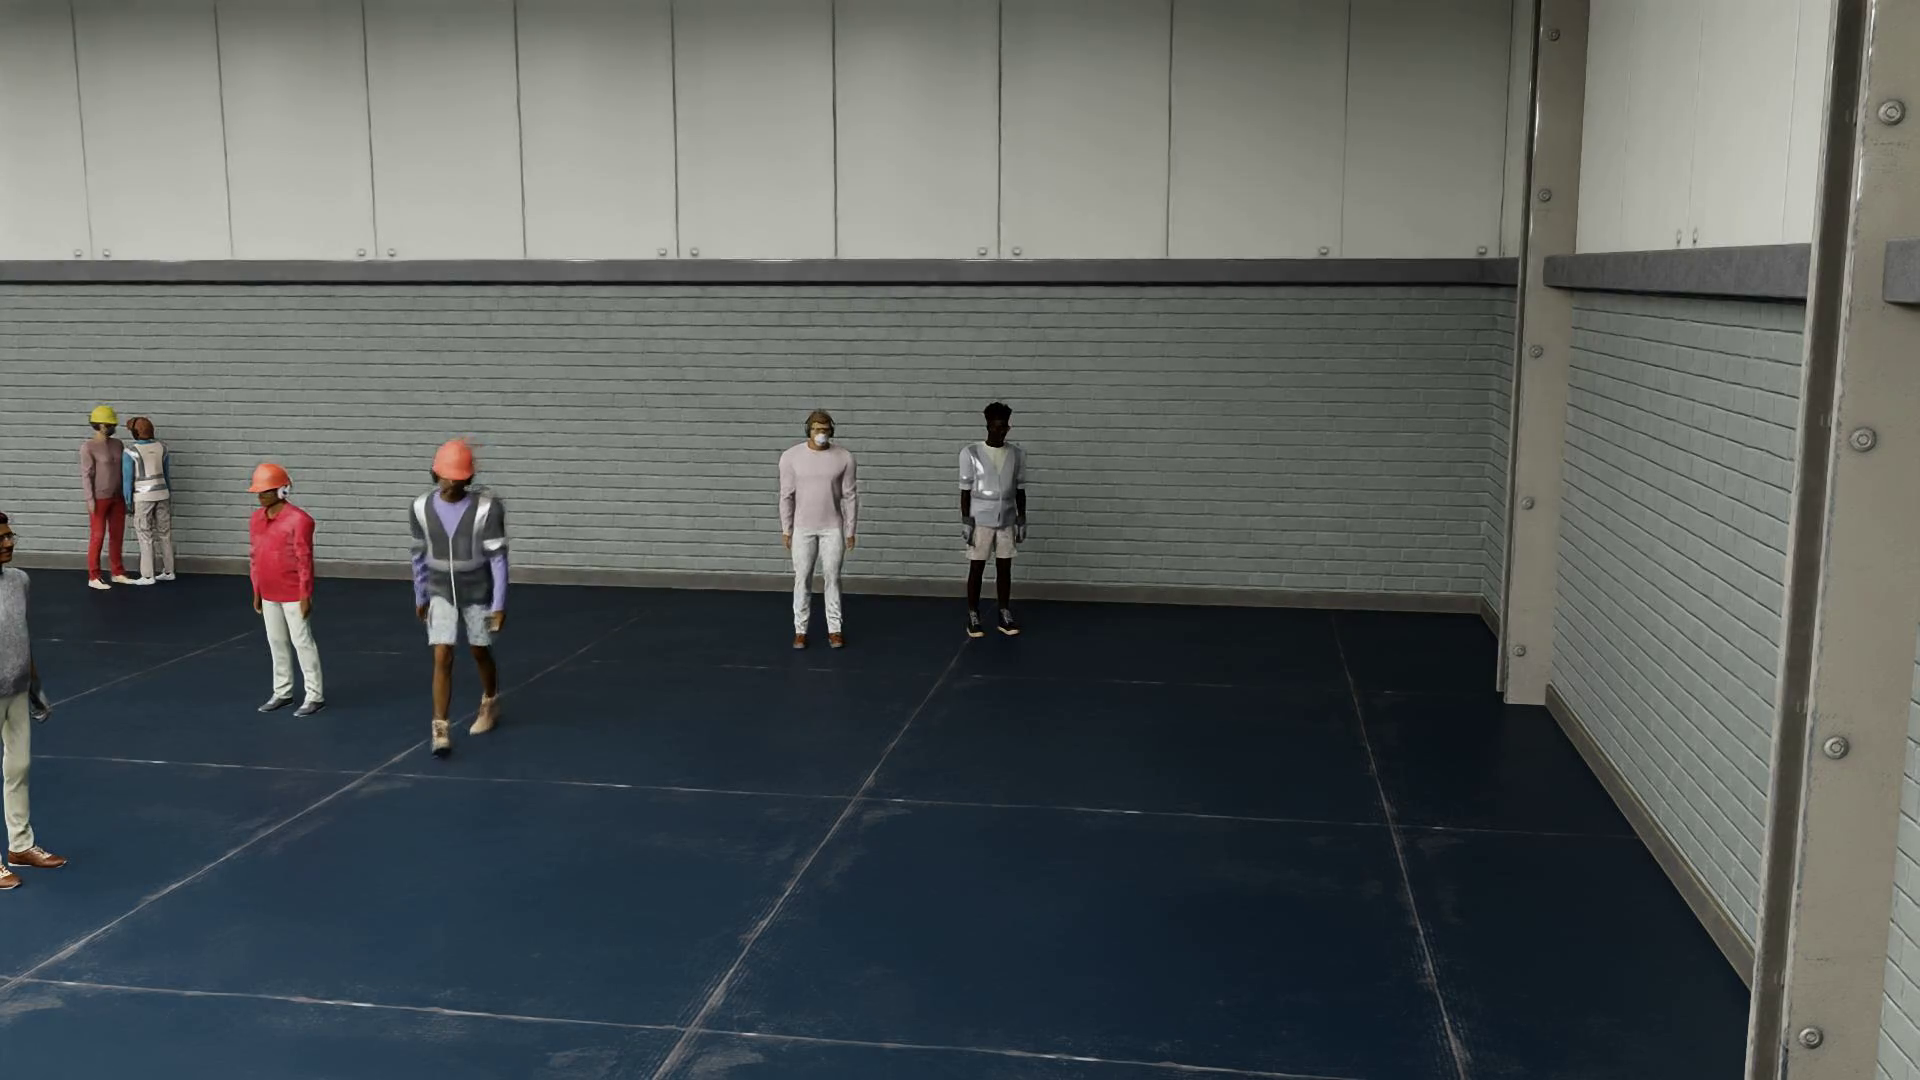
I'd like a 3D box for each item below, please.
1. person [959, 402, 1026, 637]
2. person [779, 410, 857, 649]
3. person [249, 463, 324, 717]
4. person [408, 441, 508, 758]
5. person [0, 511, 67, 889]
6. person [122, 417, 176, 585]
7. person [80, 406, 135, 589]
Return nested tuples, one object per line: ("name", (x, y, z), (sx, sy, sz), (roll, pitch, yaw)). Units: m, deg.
("person", (0.277, -0.171, 13.813), (0.608, 1.960, 0.375), (-4, 10, -21))
("person", (-1.133, -0.083, 13.363), (0.624, 1.933, 0.374), (-2, 9, -9))
("person", (-4.628, 0.339, 11.330), (0.565, 1.742, 0.353), (5, 10, 26))
("person", (-3.171, 0.349, 10.519), (0.649, 1.975, 1.075), (0, 9, -2))
("person", (-4.750, 0.772, 8.250), (0.328, 1.877, 0.509), (2, 9, 13))
("person", (-7.853, -0.378, 16.100), (0.314, 1.629, 0.508), (4, 10, 26))
("person", (-8.146, -0.408, 15.901), (0.355, 1.757, 0.524), (3, 10, 16))
